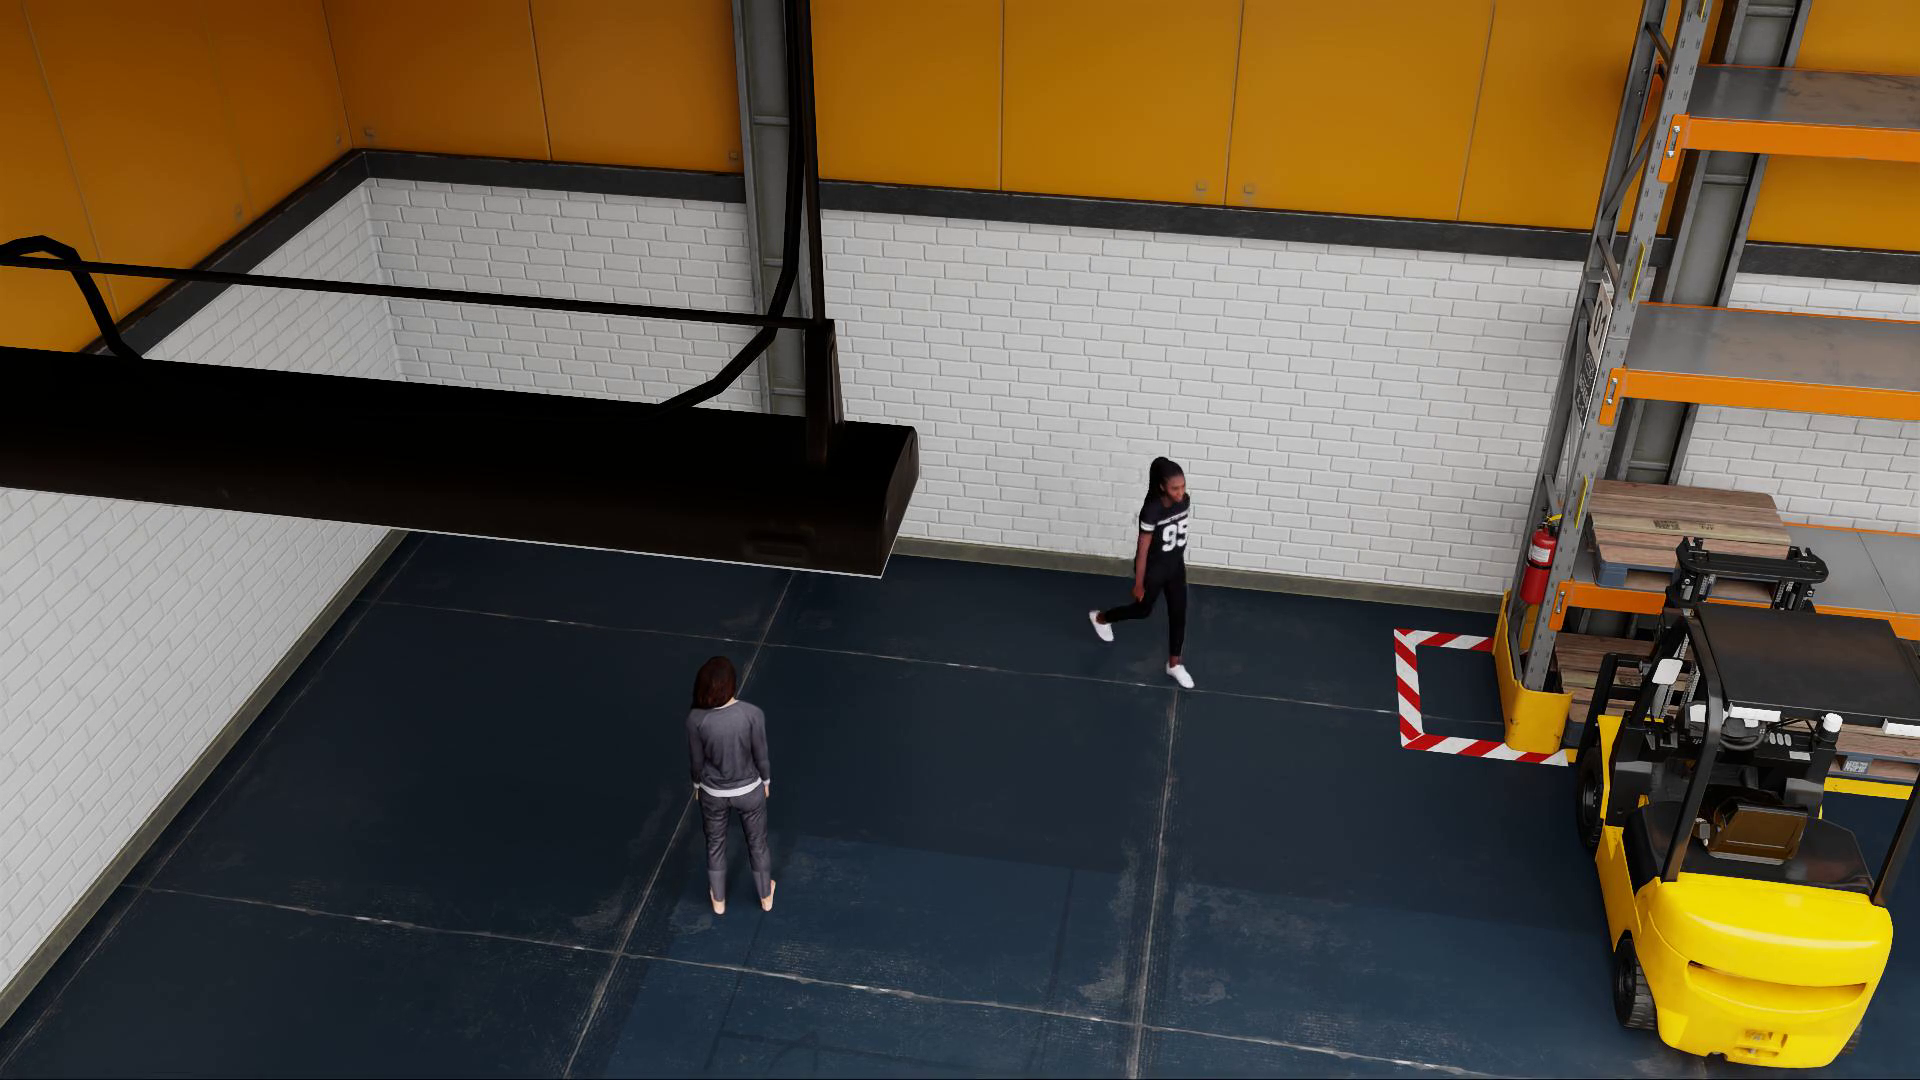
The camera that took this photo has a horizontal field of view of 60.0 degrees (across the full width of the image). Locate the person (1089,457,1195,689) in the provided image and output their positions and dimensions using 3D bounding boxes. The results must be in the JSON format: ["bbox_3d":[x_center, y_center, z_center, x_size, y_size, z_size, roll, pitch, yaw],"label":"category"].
[{"bbox_3d":[1.283,0.174,11.375,1.084,1.700,1.202,-28,42,-35],"label":"person"}]

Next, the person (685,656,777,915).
[{"bbox_3d":[-1.298,1.409,9.458,0.544,1.767,0.713,-3,34,-5],"label":"person"}]
